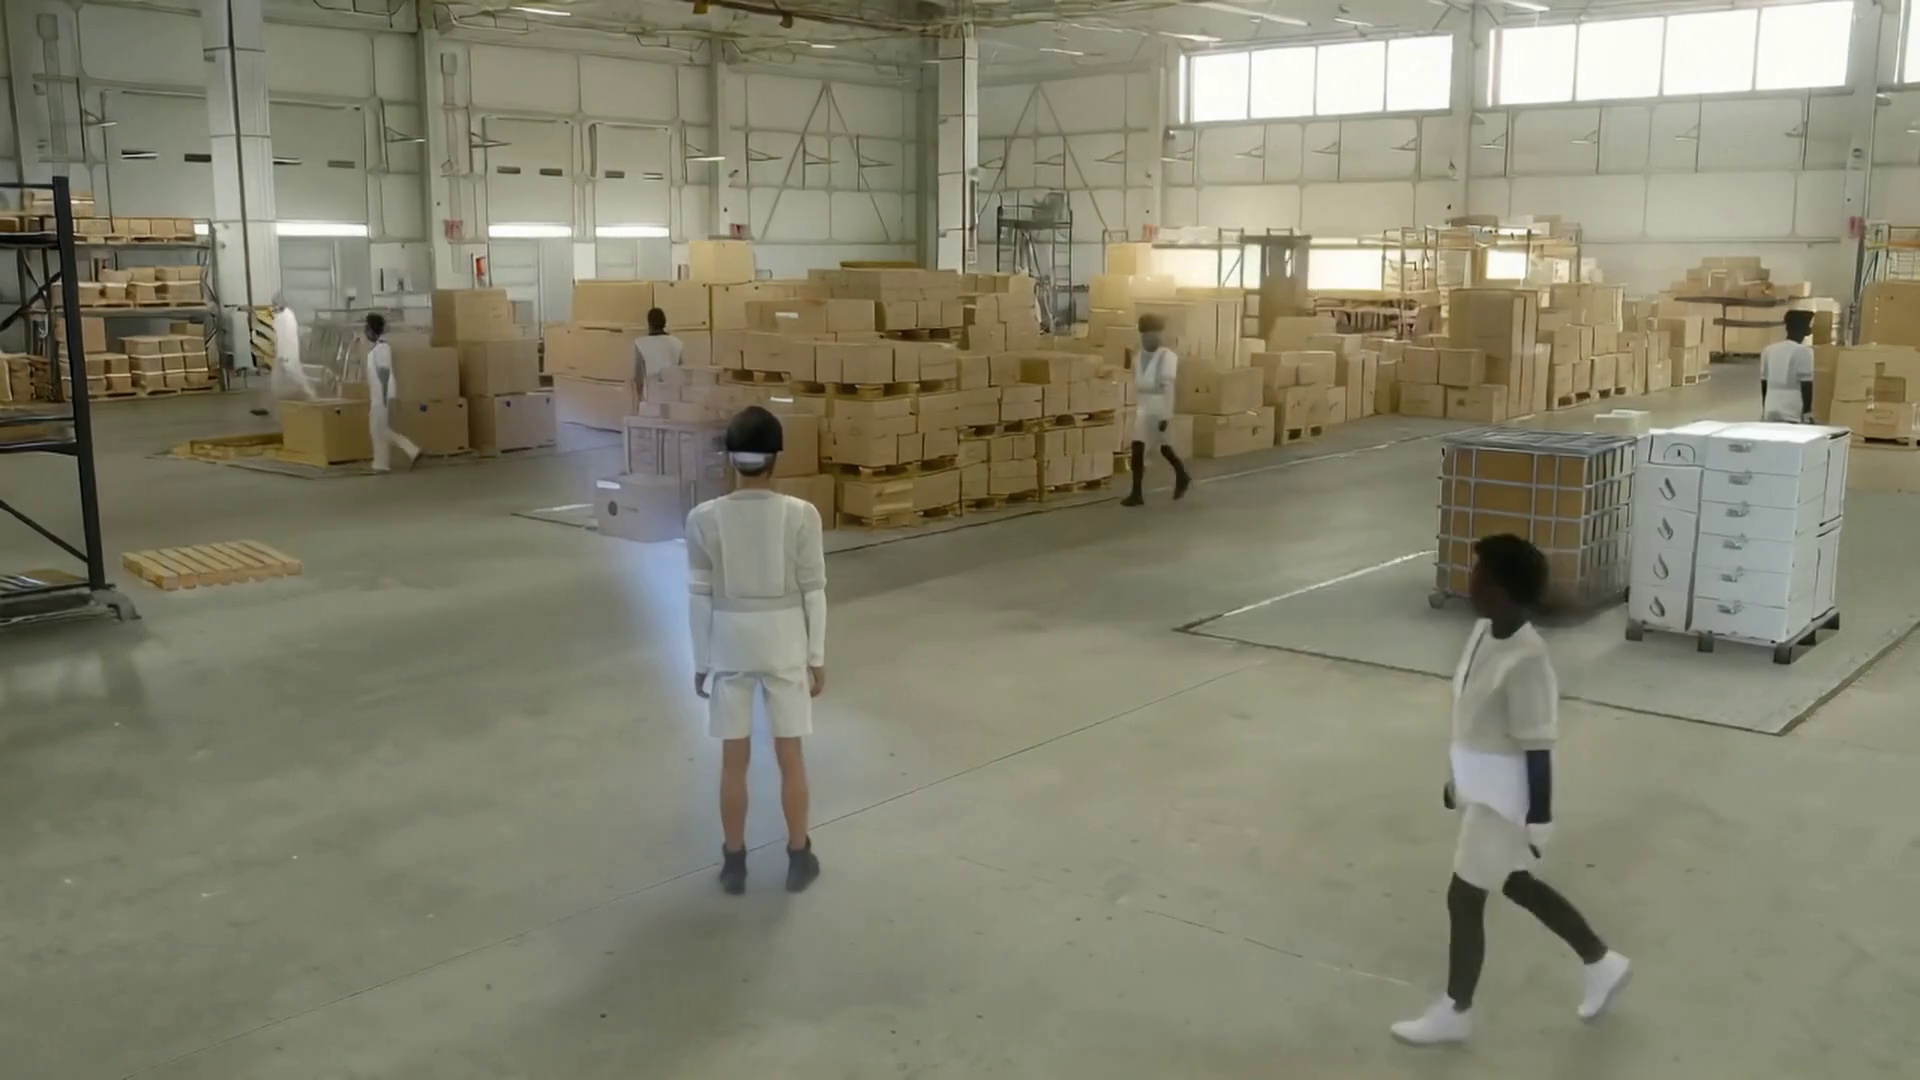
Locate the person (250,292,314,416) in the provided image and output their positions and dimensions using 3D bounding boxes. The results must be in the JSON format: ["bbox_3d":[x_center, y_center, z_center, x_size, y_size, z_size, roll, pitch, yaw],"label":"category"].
[{"bbox_3d":[-10.286,-2.818,25.281,1.009,1.885,0.647,-9,13,-41],"label":"person"}]

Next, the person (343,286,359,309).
[{"bbox_3d":[-14.911,-5.387,40.657,0.517,1.615,0.691,4,11,22],"label":"person"}]

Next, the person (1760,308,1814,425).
[{"bbox_3d":[8.152,-1.298,16.380,0.366,1.967,0.602,-4,11,-20],"label":"person"}]

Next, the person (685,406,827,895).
[{"bbox_3d":[-0.793,0.442,6.556,0.542,1.938,0.358,-1,10,-4],"label":"person"}]

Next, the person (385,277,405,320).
[{"bbox_3d":[-12.155,-4.692,35.800,0.372,1.935,0.627,-6,12,-32],"label":"person"}]

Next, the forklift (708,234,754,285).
[{"bbox_3d":[-4.754,-4.993,34.817,1.129,2.768,1.873,-2,10,-12],"label":"forklift"}]

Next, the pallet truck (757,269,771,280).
[{"bbox_3d":[-4.996,-6.432,45.525,1.885,1.965,0.823,-6,12,-32],"label":"pallet truck"}]

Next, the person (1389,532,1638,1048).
[{"bbox_3d":[1.807,0.796,5.275,0.756,1.675,0.524,1,10,5],"label":"person"}]

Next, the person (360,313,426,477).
[{"bbox_3d":[-6.430,-1.625,18.660,0.613,1.825,0.533,-4,11,-24],"label":"person"}]

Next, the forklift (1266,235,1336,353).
[{"bbox_3d":[7.102,-5.161,35.778,1.129,2.768,1.873,-7,12,-35],"label":"forklift"}]

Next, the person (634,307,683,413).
[{"bbox_3d":[-3.270,-1.583,18.209,0.607,1.905,0.408,-9,13,-42],"label":"person"}]

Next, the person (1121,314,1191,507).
[{"bbox_3d":[1.972,-1.298,16.551,0.861,1.913,0.550,-10,14,-44],"label":"person"}]
